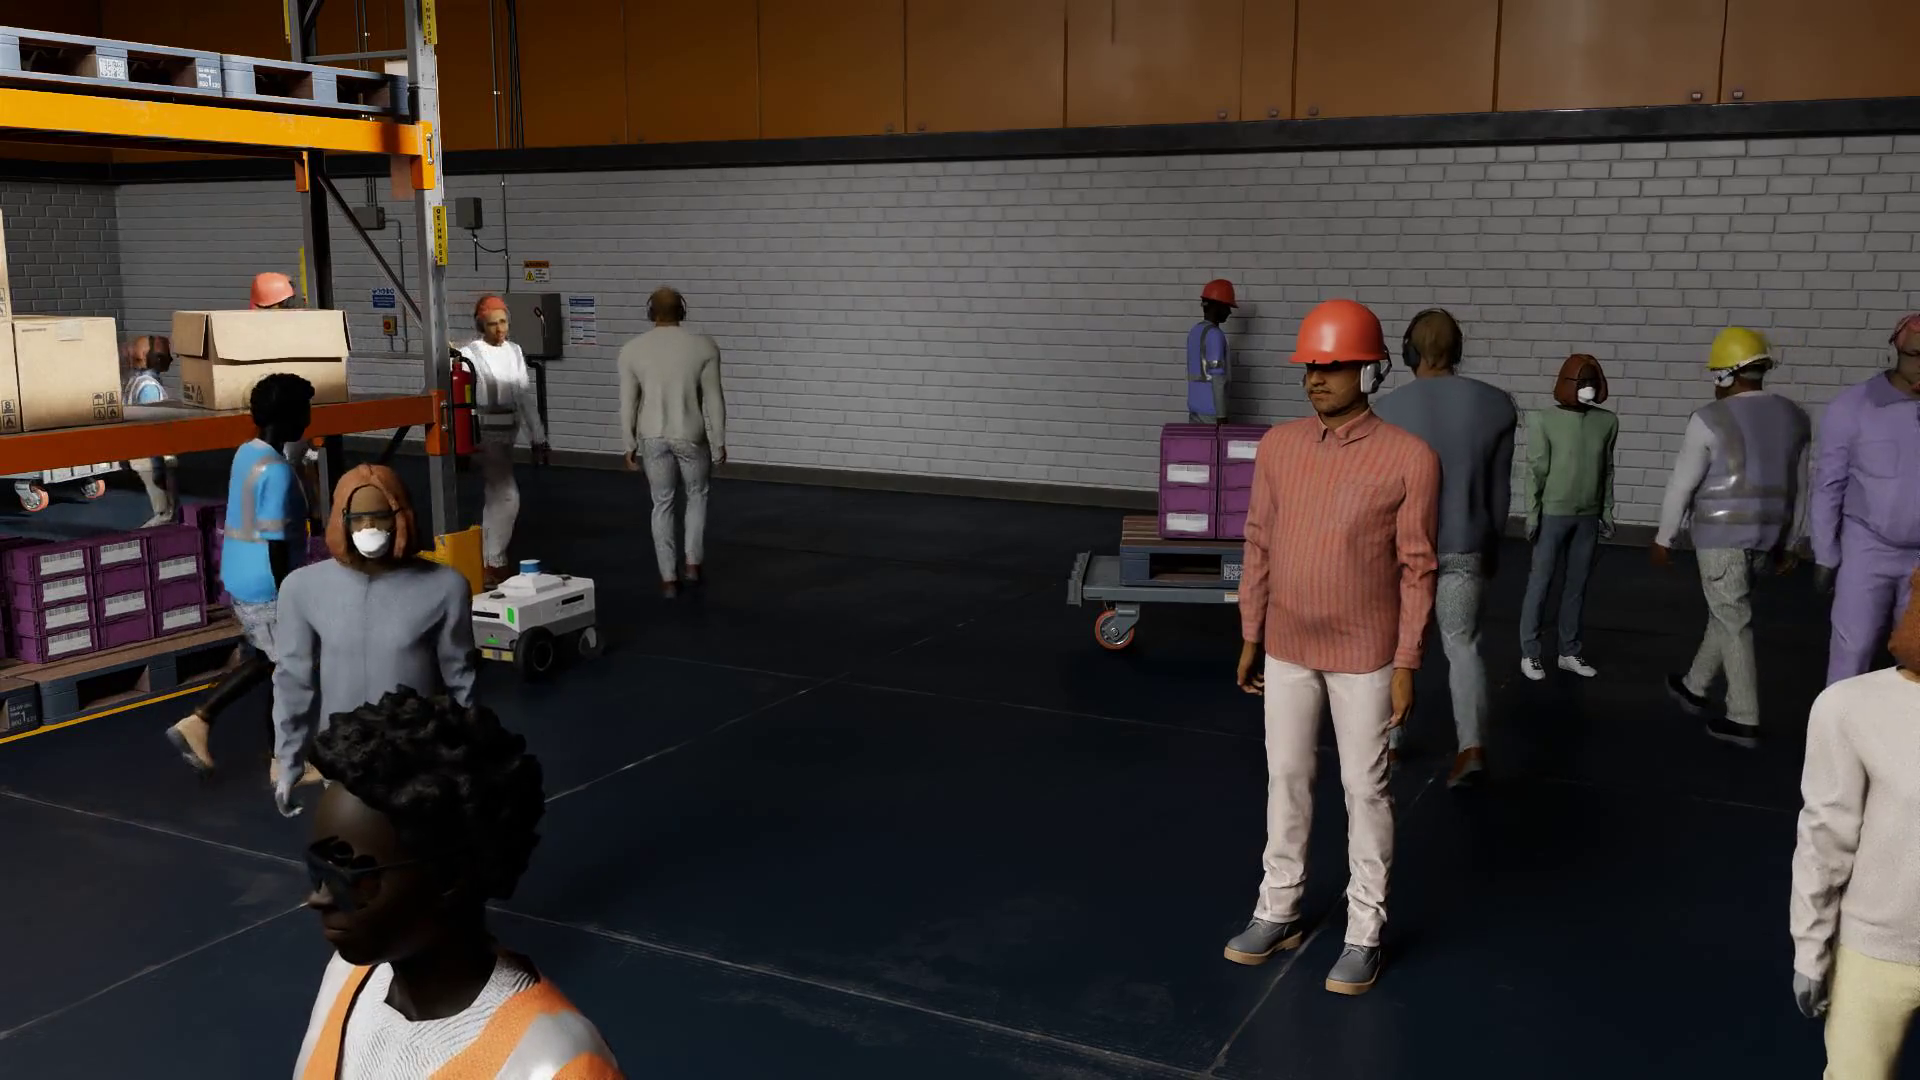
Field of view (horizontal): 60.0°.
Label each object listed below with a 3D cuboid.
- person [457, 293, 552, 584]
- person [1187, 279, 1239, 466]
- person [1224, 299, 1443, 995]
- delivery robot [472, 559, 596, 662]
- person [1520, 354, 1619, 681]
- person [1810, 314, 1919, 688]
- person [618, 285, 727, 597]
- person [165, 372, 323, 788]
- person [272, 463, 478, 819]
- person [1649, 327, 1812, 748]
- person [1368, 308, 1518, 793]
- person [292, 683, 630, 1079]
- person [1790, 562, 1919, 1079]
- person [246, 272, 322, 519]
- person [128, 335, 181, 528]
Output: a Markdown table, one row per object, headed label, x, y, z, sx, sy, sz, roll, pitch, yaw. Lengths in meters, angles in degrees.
| label | x | y | z | sx | sy | sz | roll | pitch | yaw |
| --- | --- | --- | --- | --- | --- | --- | --- | --- | --- |
| person | -2.885 | -0.617 | 10.530 | 0.554 | 1.868 | 0.607 | 3 | 10 | 15 |
| person | 1.908 | -0.997 | 12.577 | 0.372 | 1.928 | 0.543 | -2 | 10 | -13 |
| person | 1.075 | 0.306 | 4.836 | 0.611 | 1.995 | 0.375 | 8 | 13 | 39 |
| delivery robot | -2.191 | 0.343 | 8.515 | 0.477 | 0.478 | 0.707 | 5 | 11 | 25 |
| person | 3.042 | -0.113 | 8.303 | 0.506 | 1.632 | 0.268 | -3 | 10 | -14 |
| person | 3.713 | 0.060 | 6.568 | 0.652 | 1.893 | 0.395 | 2 | 10 | 9 |
| person | -1.785 | -0.618 | 10.388 | 0.656 | 1.920 | 0.545 | 0 | 10 | -3 |
| person | -2.761 | 0.184 | 6.484 | 0.567 | 1.667 | 0.565 | -7 | 12 | -34 |
| person | -1.551 | 0.572 | 4.478 | 0.499 | 1.586 | 0.897 | -1 | 10 | -8 |
| person | 3.354 | -0.040 | 7.380 | 0.604 | 1.797 | 0.798 | -3 | 10 | -17 |
| person | 1.879 | 0.042 | 6.609 | 0.636 | 1.915 | 0.826 | 0 | 10 | 0 |
| person | -0.529 | 0.982 | 1.781 | 0.529 | 1.697 | 0.321 | 9 | 13 | 42 |
| person | 1.812 | 0.790 | 3.105 | 0.492 | 1.626 | 0.284 | 3 | 10 | 18 |
| person | -4.560 | -0.836 | 11.454 | 0.565 | 1.989 | 0.752 | -4 | 11 | -22 |
| person | -5.014 | -0.452 | 10.277 | 0.481 | 1.622 | 0.536 | -5 | 11 | -25 |
